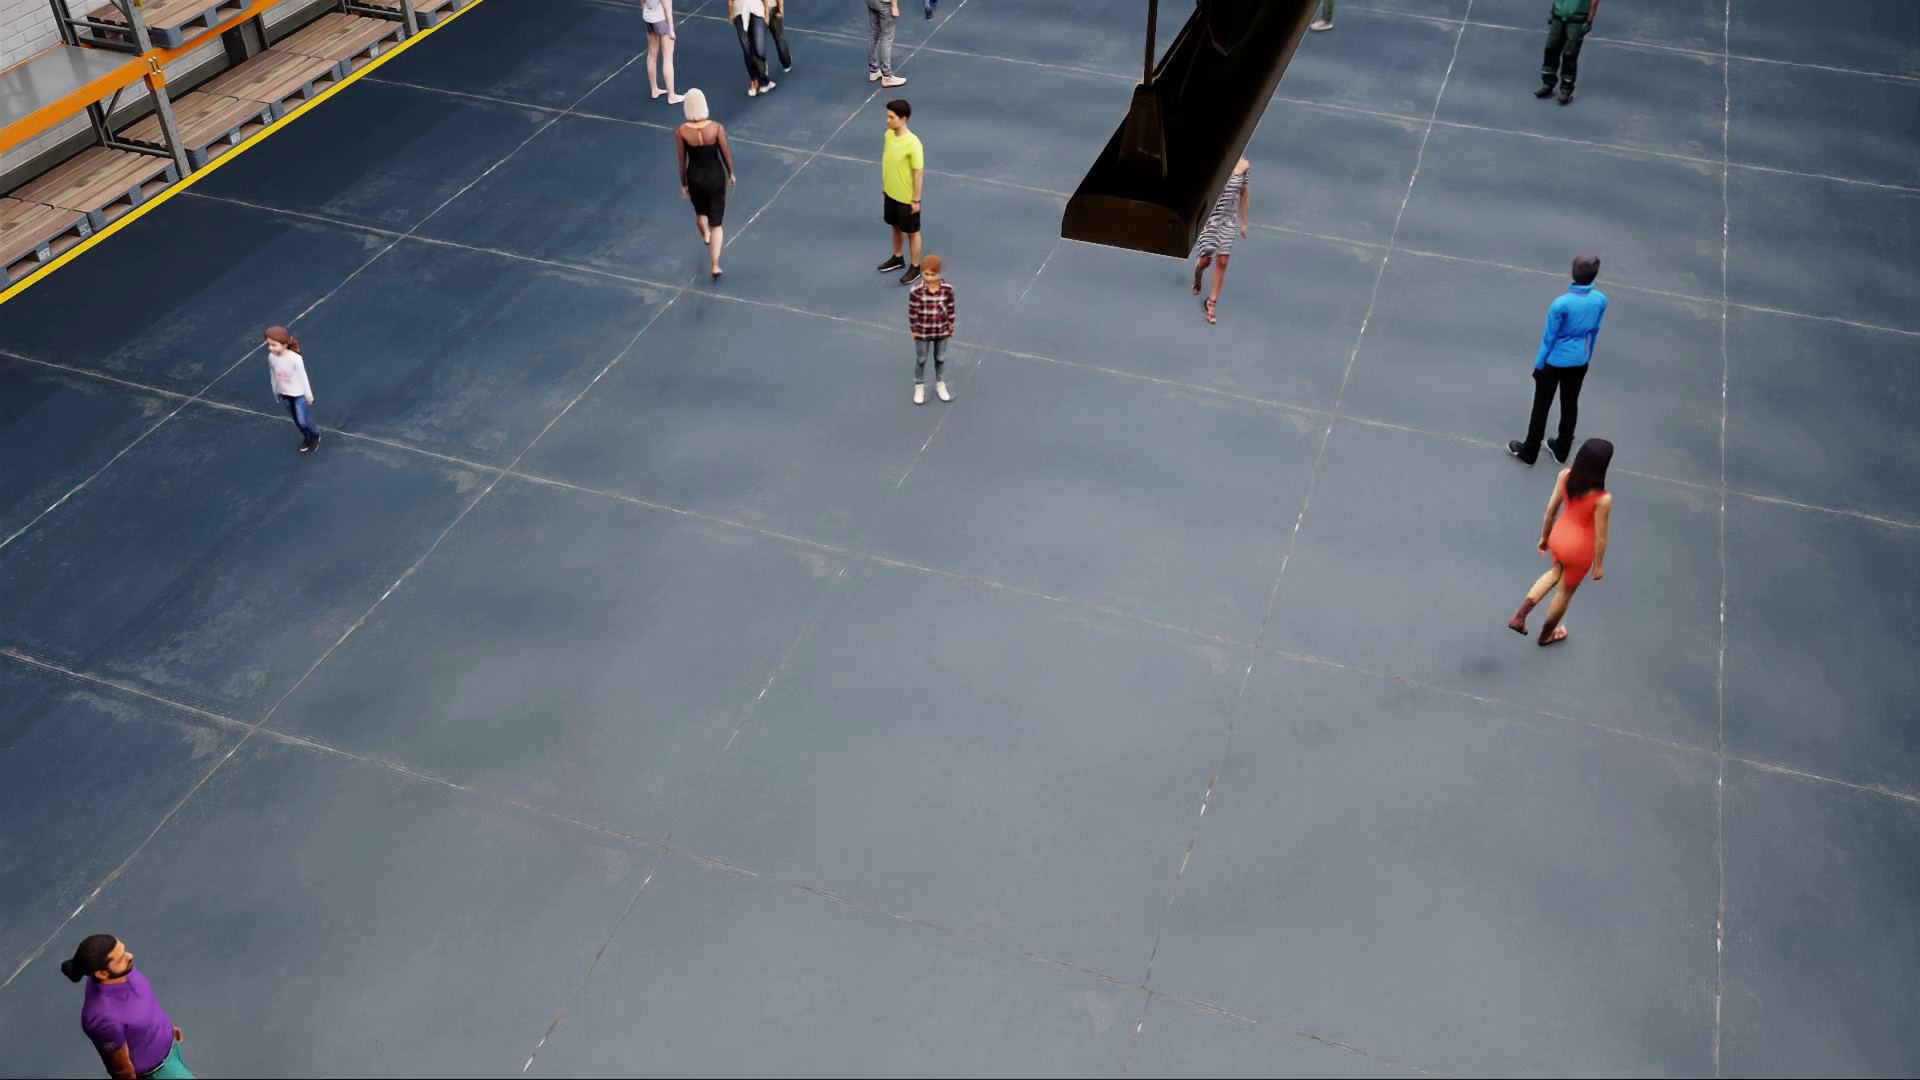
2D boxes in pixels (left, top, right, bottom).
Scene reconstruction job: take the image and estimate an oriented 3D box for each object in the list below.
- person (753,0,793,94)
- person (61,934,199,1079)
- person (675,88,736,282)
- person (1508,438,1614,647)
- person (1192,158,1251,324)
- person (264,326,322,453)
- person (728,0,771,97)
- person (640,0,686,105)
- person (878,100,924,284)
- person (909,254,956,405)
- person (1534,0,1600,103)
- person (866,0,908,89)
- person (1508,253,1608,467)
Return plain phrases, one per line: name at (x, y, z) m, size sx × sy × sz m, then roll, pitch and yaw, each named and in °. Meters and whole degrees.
person at (-2.192, -5.774, 18.145) m, size 0.789 × 1.774 × 1.116 m, roll 8°, pitch 39°, yaw 9°
person at (-3.911, 2.477, 7.825) m, size 0.844 × 1.759 × 0.782 m, roll -14°, pitch 41°, yaw -17°
person at (-2.272, -3.131, 14.897) m, size 0.864 × 1.697 × 1.135 m, roll 0°, pitch 39°, yaw 0°
person at (3.942, 0.074, 10.877) m, size 0.874 × 1.706 × 0.812 m, roll -18°, pitch 42°, yaw -21°
person at (2.200, -2.751, 14.328) m, size 0.789 × 1.815 × 0.853 m, roll -7°, pitch 39°, yaw -8°
person at (-5.162, -1.195, 12.949) m, size 0.450 × 1.103 × 0.480 m, roll 11°, pitch 40°, yaw 14°
person at (-2.285, -5.756, 18.123) m, size 0.668 × 1.775 × 0.726 m, roll 3°, pitch 39°, yaw 4°
person at (-3.265, -5.607, 17.942) m, size 0.649 × 1.766 × 0.652 m, roll 27°, pitch 46°, yaw 30°
person at (-0.512, -3.149, 14.911) m, size 0.706 × 1.708 × 0.705 m, roll -28°, pitch 46°, yaw -30°
person at (-0.231, -1.728, 13.454) m, size 0.606 × 1.306 × 0.632 m, roll -6°, pitch 39°, yaw -7°
person at (6.601, -5.653, 17.945) m, size 0.757 × 1.834 × 0.763 m, roll -32°, pitch 48°, yaw -33°
person at (-0.870, -5.933, 18.244) m, size 0.743 × 1.899 × 0.739 m, roll -27°, pitch 46°, yaw -29°
person at (4.581, -1.352, 12.591) m, size 0.695 × 1.795 × 0.713 m, roll -8°, pitch 39°, yaw -10°
